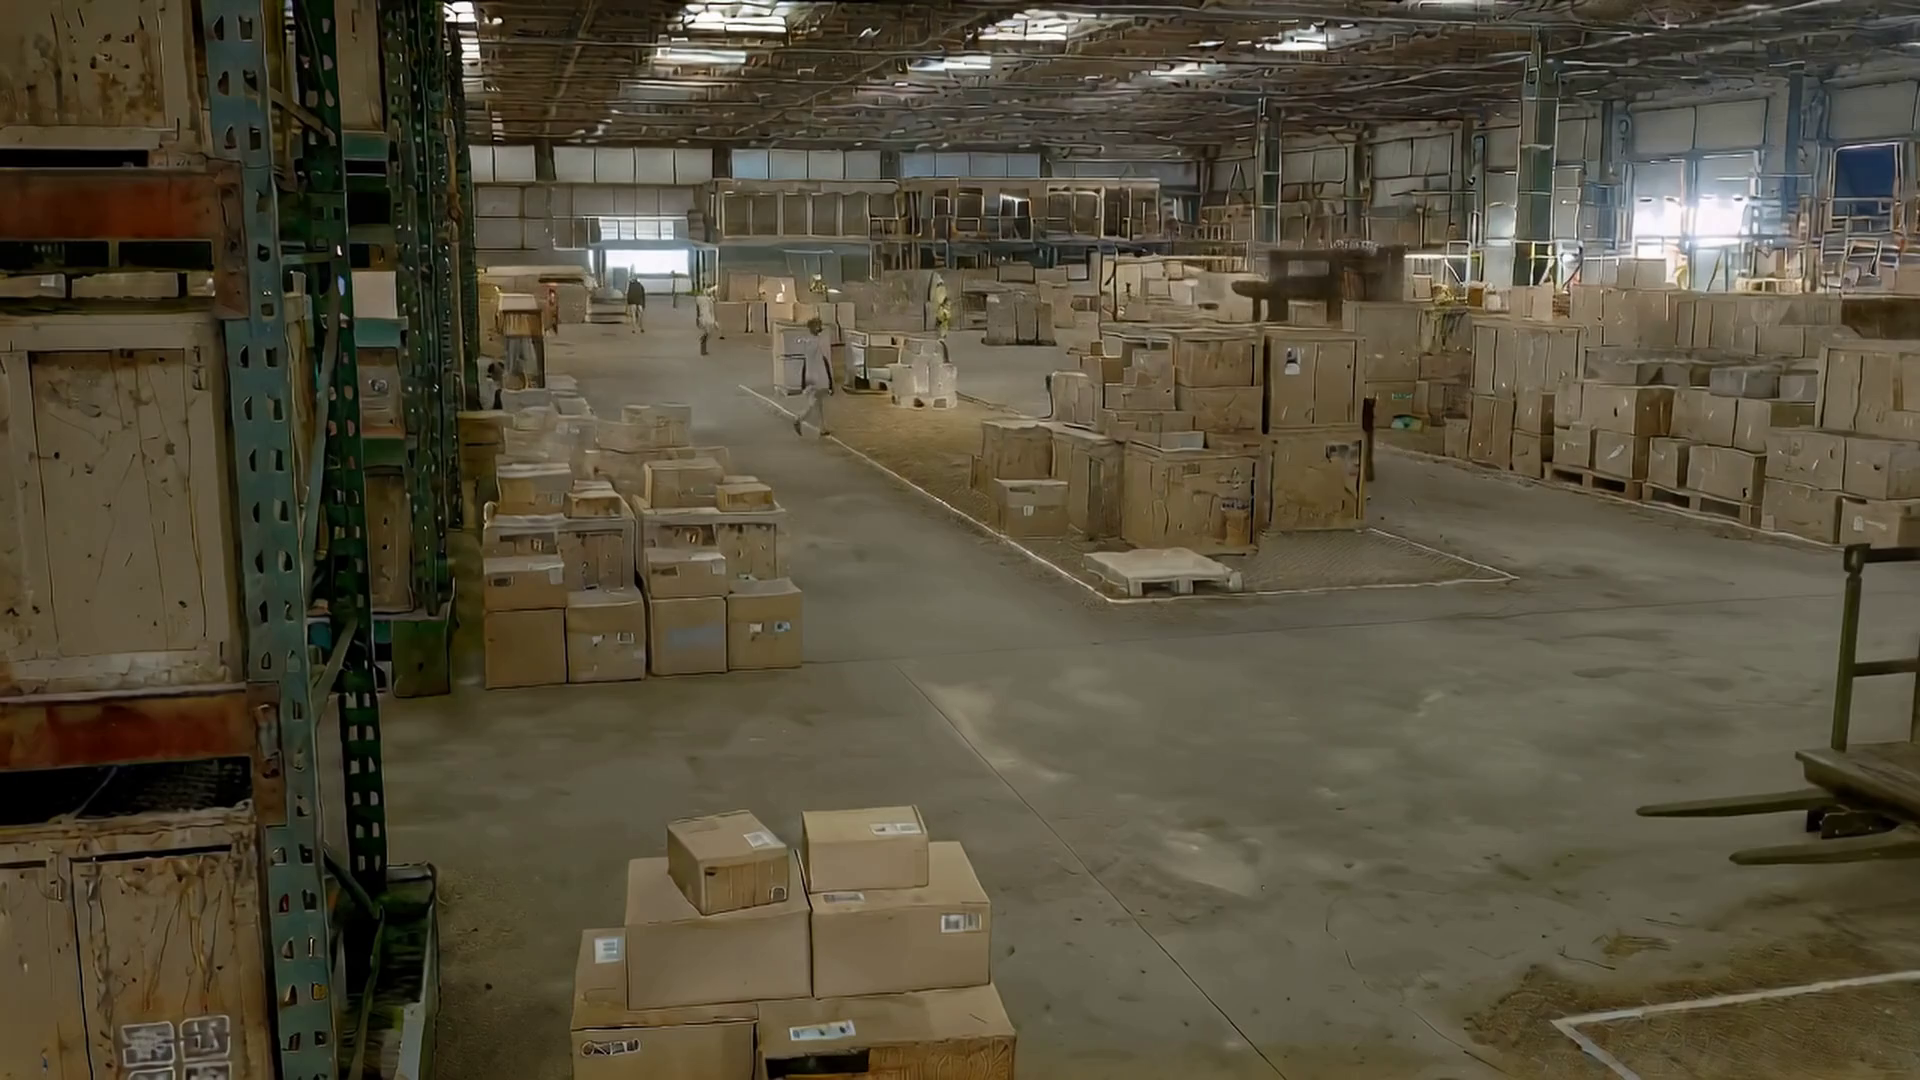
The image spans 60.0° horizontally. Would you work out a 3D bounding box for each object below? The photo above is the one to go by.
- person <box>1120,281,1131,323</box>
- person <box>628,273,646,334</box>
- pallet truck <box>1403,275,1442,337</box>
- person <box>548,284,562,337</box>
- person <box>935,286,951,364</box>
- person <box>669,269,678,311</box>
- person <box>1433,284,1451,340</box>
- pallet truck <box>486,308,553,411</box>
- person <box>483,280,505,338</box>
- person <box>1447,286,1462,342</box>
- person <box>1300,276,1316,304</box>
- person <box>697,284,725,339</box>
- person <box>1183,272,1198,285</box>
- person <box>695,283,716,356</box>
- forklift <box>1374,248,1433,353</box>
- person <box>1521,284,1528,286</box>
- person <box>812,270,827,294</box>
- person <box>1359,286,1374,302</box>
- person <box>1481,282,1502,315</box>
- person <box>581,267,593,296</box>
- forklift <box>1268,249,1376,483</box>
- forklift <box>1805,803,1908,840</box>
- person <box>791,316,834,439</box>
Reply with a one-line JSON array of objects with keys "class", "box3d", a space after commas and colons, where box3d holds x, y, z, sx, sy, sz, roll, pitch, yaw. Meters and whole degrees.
[{"class": "person", "box3d": [4.844, -6.626, 48.566, 0.313, 1.865, 0.528, 5, 11, 28]}, {"class": "person", "box3d": [-10.661, -7.796, 54.889, 0.620, 1.987, 0.415, -9, 13, -41]}, {"class": "pallet truck", "box3d": [14.620, -7.324, 52.145, 0.823, 1.965, 1.885, 8, 13, 40]}, {"class": "person", "box3d": [-12.795, -7.238, 52.561, 0.409, 1.679, 0.565, 1, 10, 8]}, {"class": "person", "box3d": [-0.391, -4.827, 38.092, 0.368, 1.966, 0.603, -1, 10, -4]}, {"class": "person", "box3d": [-12.711, -11.071, 73.734, 0.461, 1.873, 0.627, 1, 10, 6]}, {"class": "person", "box3d": [14.735, -6.942, 50.758, 0.573, 1.722, 0.495, -6, 12, -30]}, {"class": "pallet truck", "box3d": [-6.242, -2.418, 24.362, 0.823, 1.965, 1.885, 1, 10, 3]}, {"class": "person", "box3d": [-14.617, -7.251, 52.249, 0.682, 1.817, 0.601, -3, 10, -14]}, {"class": "person", "box3d": [14.883, -6.836, 50.275, 0.406, 1.675, 0.565, -9, 14, -43]}, {"class": "person", "box3d": [11.241, -7.511, 53.495, 0.763, 1.913, 0.387, -6, 12, -30]}, {"class": "person", "box3d": [-7.692, -7.068, 51.486, 0.925, 1.710, 0.542, 3, 10, 15]}, {"class": "person", "box3d": [8.744, -9.162, 62.832, 0.650, 1.895, 0.954, 2, 10, 13]}, {"class": "person", "box3d": [-6.675, -5.739, 43.404, 0.542, 1.918, 0.818, 3, 10, 16]}, {"class": "forklift", "box3d": [10.067, -5.449, 39.026, 1.873, 2.768, 1.129, -3, 10, -15]}, {"class": "person", "box3d": [15.419, -6.096, 45.644, 0.430, 1.841, 0.624, 5, 11, 28]}, {"class": "person", "box3d": [-4.911, -8.445, 58.372, 0.538, 2.000, 0.686, -4, 11, -21]}, {"class": "person", "box3d": [9.824, -5.155, 40.112, 0.392, 1.914, 0.591, -7, 12, -35]}, {"class": "person", "box3d": [14.477, -6.065, 45.300, 0.638, 1.894, 0.492, -2, 10, -12]}, {"class": "person", "box3d": [-16.198, -10.930, 72.593, 0.655, 2.002, 0.919, 6, 12, 32]}, {"class": "forklift", "box3d": [4.225, -2.155, 20.375, 1.129, 2.768, 1.873, -3, 10, -16]}, {"class": "forklift", "box3d": [5.149, 0.111, 7.546, 1.873, 2.768, 1.129, -3, 10, -15]}, {"class": "person", "box3d": [-2.208, -2.414, 24.795, 0.804, 1.848, 0.512, -9, 13, -42]}]
